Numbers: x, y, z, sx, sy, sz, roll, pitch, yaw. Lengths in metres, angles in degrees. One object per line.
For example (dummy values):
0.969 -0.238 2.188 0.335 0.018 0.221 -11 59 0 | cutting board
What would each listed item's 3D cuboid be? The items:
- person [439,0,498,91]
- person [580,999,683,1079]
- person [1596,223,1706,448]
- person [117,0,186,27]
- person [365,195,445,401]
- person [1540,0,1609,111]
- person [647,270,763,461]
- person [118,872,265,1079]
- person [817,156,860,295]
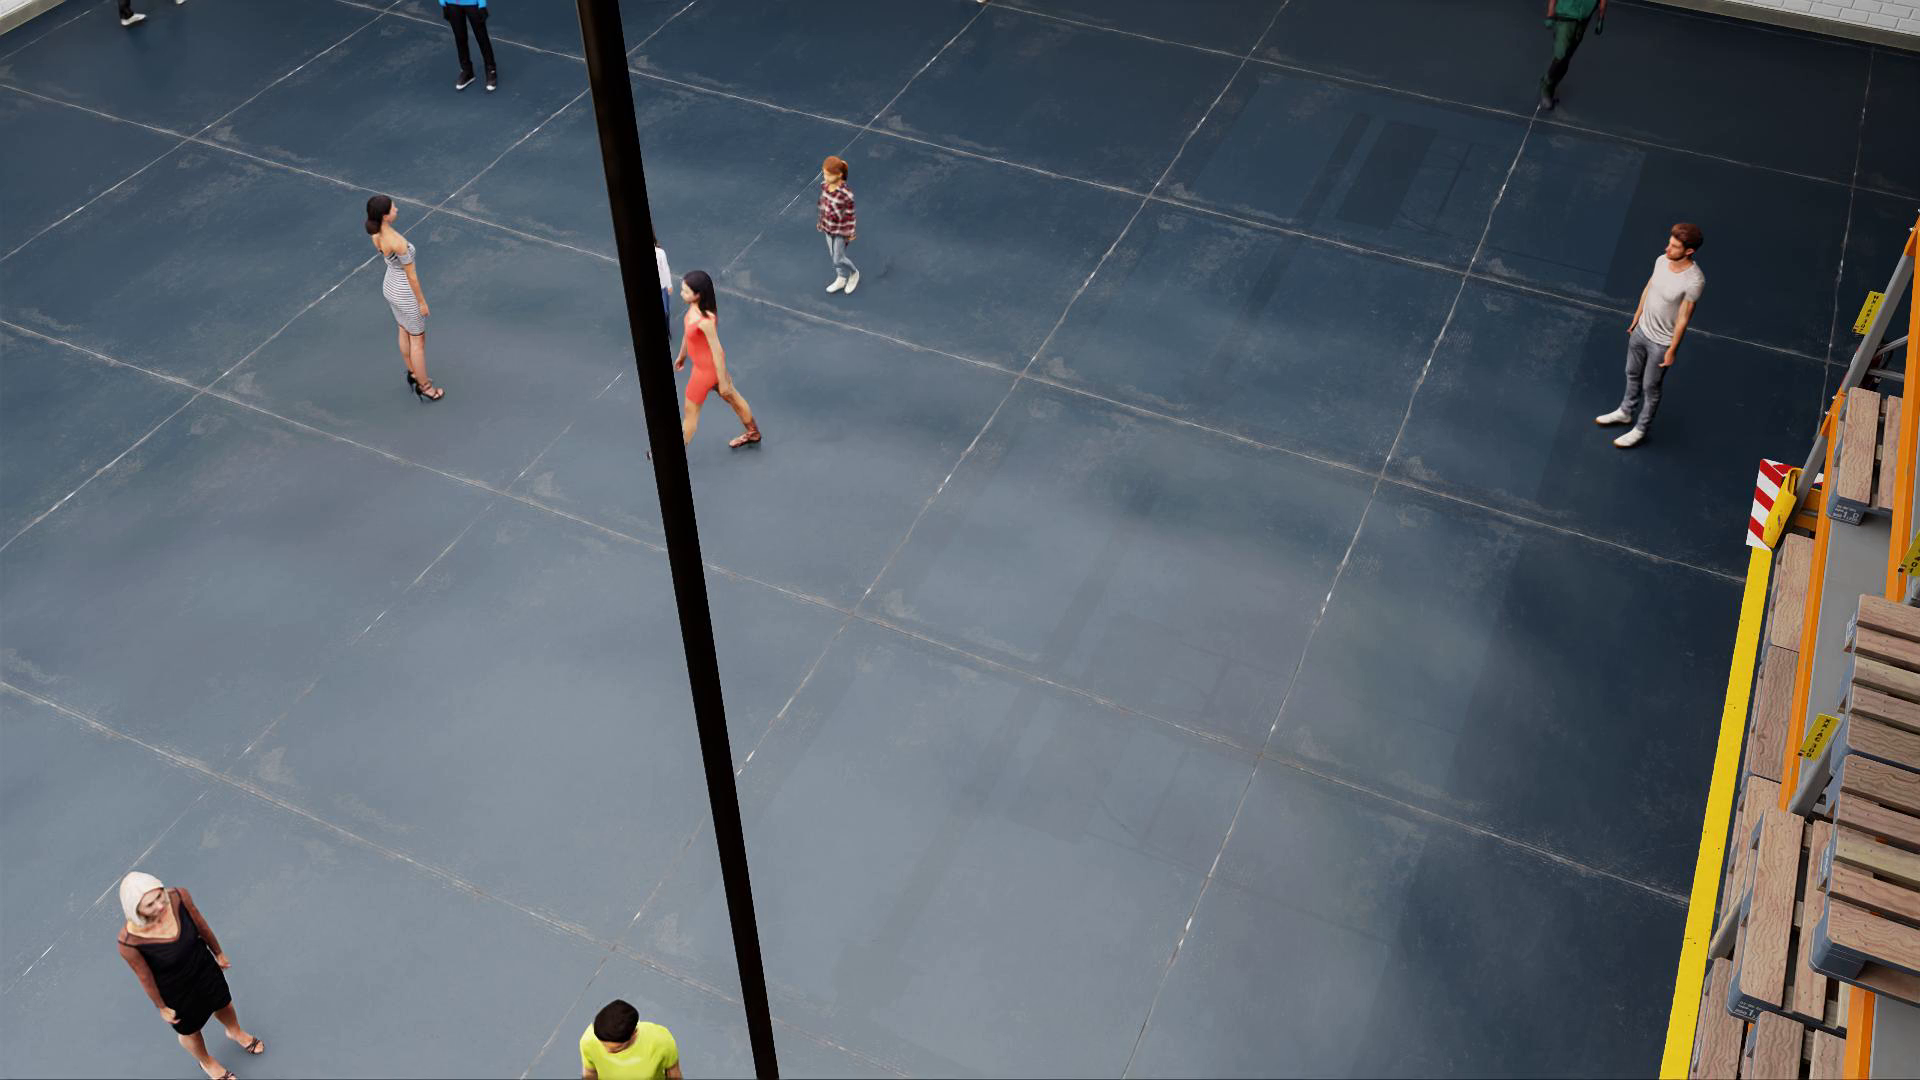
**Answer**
-4.944 -5.374 16.594 0.684 1.794 0.655 2 44 2 | person
-1.589 2.715 8.167 0.698 1.706 0.681 0 44 0 | person
5.265 -1.554 12.515 0.804 1.889 0.739 -13 45 -13 | person
-8.926 -6.324 17.606 0.751 1.773 1.154 24 49 23 | person
-4.325 -1.875 12.905 0.647 1.817 0.653 -32 52 -29 | person
5.999 -5.178 16.369 0.827 1.820 0.873 -7 44 -7 | person
-1.792 -1.294 12.404 1.113 1.665 1.104 -11 45 -11 | person
-4.027 2.261 8.616 0.650 1.743 0.482 23 48 22 | person
-0.996 -2.703 14.149 0.614 1.299 0.603 -34 53 -31 | person
